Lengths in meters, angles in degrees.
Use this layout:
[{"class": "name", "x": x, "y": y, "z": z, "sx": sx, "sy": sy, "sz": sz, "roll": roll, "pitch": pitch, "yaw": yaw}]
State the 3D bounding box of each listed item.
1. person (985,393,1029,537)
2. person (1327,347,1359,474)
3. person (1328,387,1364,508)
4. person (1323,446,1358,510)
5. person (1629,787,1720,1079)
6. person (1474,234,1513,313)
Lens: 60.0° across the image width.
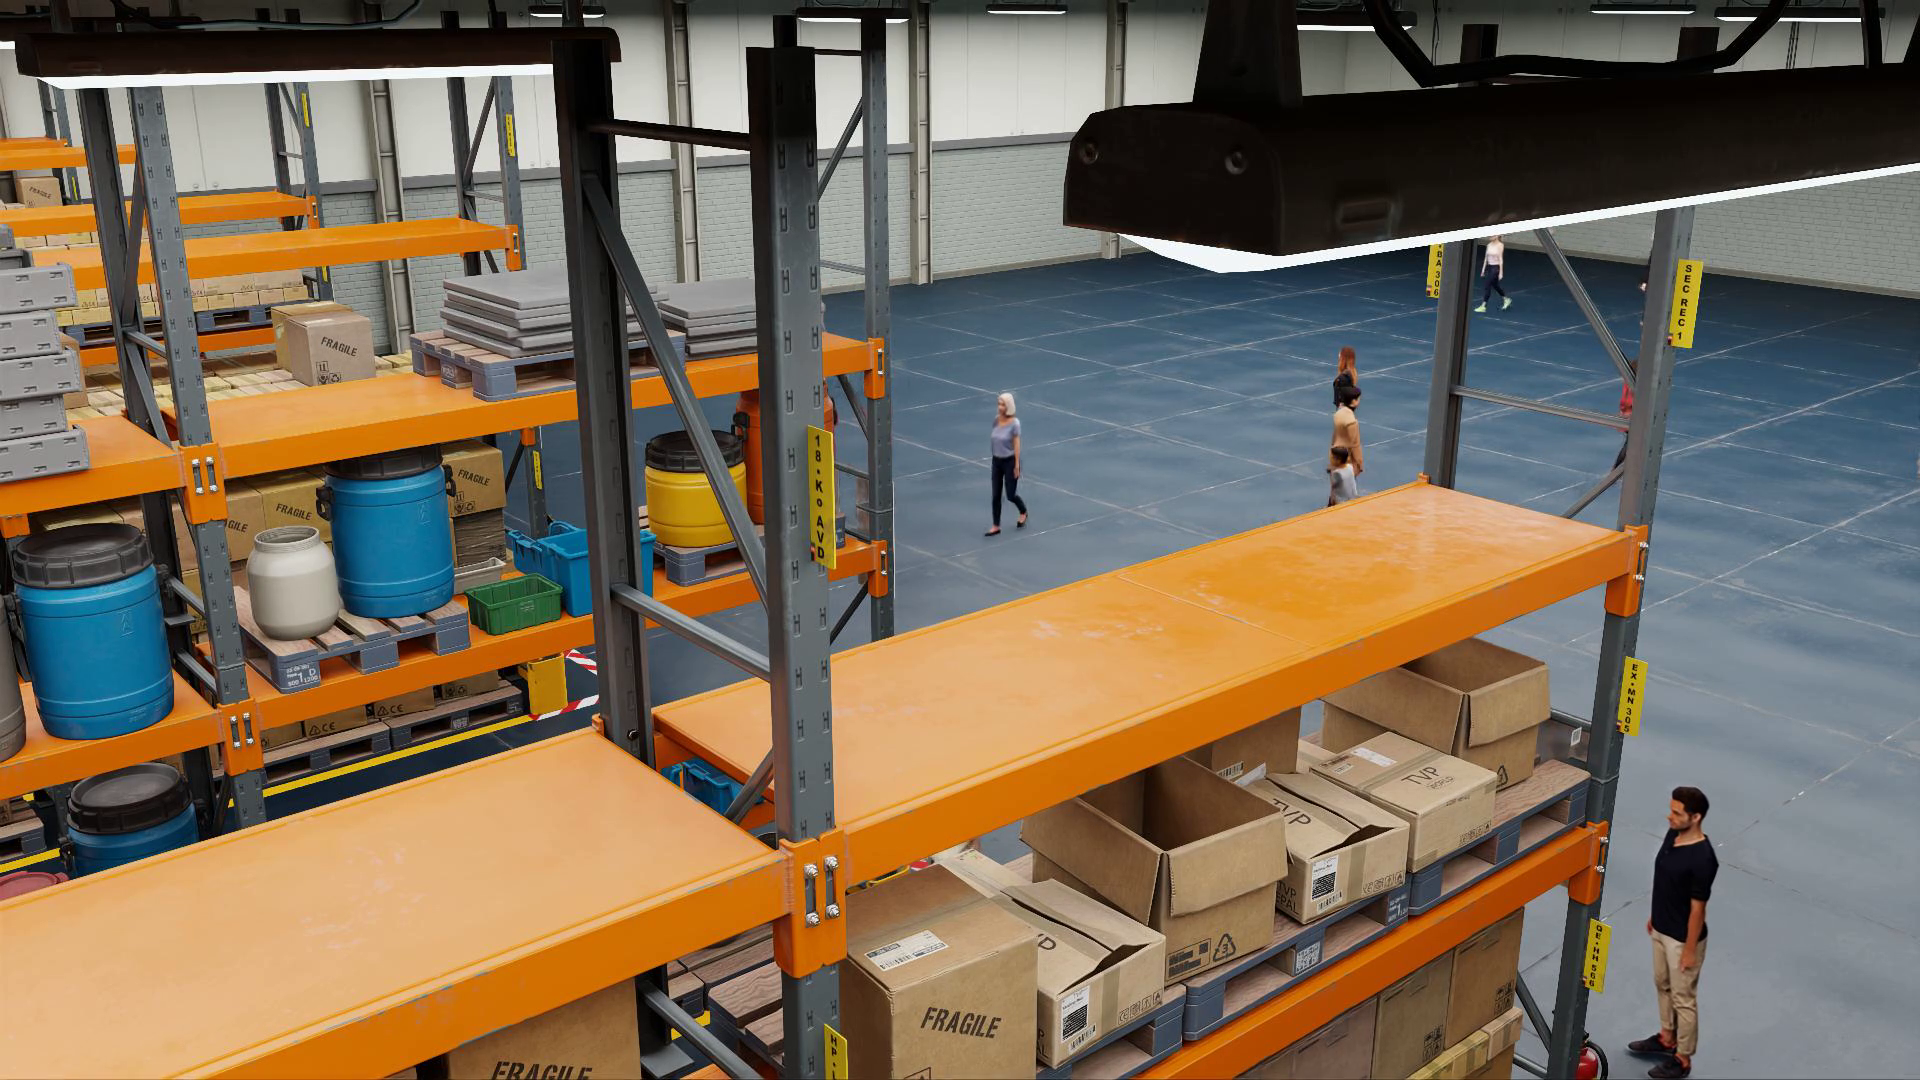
[{"class": "person", "x": 0.595, "y": -0.907, "z": 19.702, "sx": 0.652, "sy": 1.708, "sz": 0.919, "roll": 16, "pitch": 24, "yaw": 41}, {"class": "person", "x": 5.160, "y": -1.741, "z": 22.255, "sx": 0.736, "sy": 1.712, "sz": 0.592, "roll": 9, "pitch": 20, "yaw": 26}, {"class": "person", "x": 4.522, "y": -0.985, "z": 19.932, "sx": 0.848, "sy": 1.713, "sz": 0.797, "roll": -2, "pitch": 18, "yaw": -6}, {"class": "person", "x": 4.359, "y": -0.394, "z": 18.589, "sx": 0.842, "sy": 1.421, "sz": 0.631, "roll": -11, "pitch": 21, "yaw": -30}, {"class": "person", "x": 4.206, "y": 2.276, "z": 9.702, "sx": 0.754, "sy": 1.846, "sz": 0.715, "roll": -1, "pitch": 18, "yaw": -2}, {"class": "person", "x": 10.917, "y": -5.454, "z": 33.724, "sx": 1.217, "sy": 1.670, "sz": 0.897, "roll": -6, "pitch": 19, "yaw": -17}]
